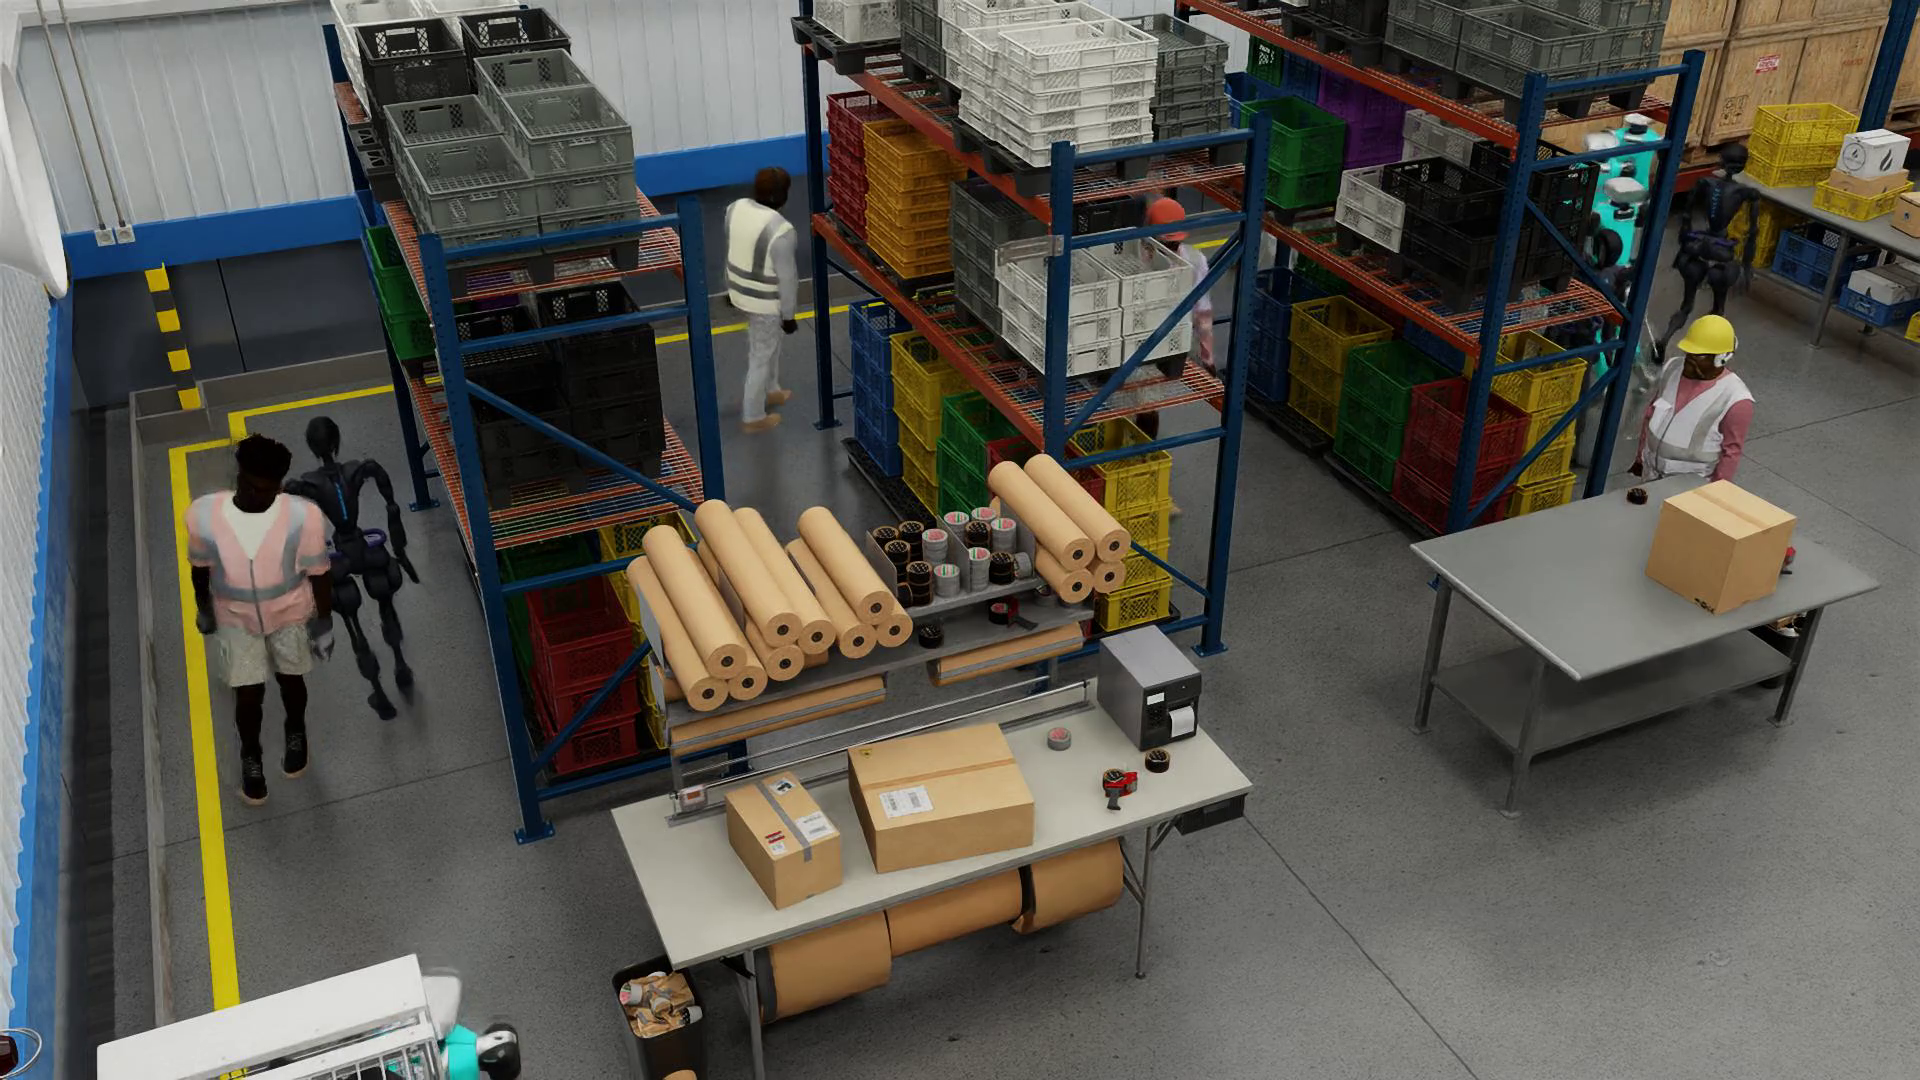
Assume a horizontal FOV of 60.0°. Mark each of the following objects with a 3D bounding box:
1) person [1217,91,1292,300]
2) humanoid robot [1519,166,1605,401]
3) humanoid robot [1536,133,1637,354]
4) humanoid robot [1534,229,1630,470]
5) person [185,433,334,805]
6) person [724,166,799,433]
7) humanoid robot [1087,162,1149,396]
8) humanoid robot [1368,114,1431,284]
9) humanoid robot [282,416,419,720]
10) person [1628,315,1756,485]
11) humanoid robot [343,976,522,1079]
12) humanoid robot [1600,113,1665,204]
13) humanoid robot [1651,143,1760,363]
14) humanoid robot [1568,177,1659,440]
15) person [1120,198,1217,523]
[{"bbox_3d":[2.344,-2.783,12.989,0.895,1.843,0.579,24,39,34],"label":"person"},{"bbox_3d":[4.161,-1.702,11.206,0.735,1.677,0.533,2,32,4],"label":"humanoid robot"},{"bbox_3d":[4.424,-2.097,12.077,0.539,1.883,0.749,4,32,6],"label":"humanoid robot"},{"bbox_3d":[3.960,-1.252,10.718,0.610,1.616,0.785,-12,34,-19],"label":"humanoid robot"},{"bbox_3d":[-3.253,0.364,7.807,0.688,1.912,0.585,-9,33,-14],"label":"person"},{"bbox_3d":[-1.281,-1.607,11.125,0.646,1.806,0.646,-25,39,-34],"label":"person"},{"bbox_3d":[1.108,-1.840,11.614,0.590,1.655,0.328,-25,39,-34],"label":"humanoid robot"},{"bbox_3d":[3.507,-2.670,13.032,0.599,1.645,0.781,-17,35,-25],"label":"humanoid robot"},{"bbox_3d":[-3.062,0.144,8.399,0.591,1.646,0.393,-17,36,-26],"label":"humanoid robot"},{"bbox_3d":[3.922,-0.380,9.095,0.404,1.830,0.600,-15,34,-22],"label":"person"},{"bbox_3d":[-1.634,1.934,5.449,0.538,1.738,1.027,-7,32,-10],"label":"humanoid robot"},{"bbox_3d":[5.059,-2.446,12.592,0.553,1.820,0.796,19,36,28],"label":"humanoid robot"},{"bbox_3d":[5.364,-2.007,11.894,0.555,1.639,0.605,-25,39,-34],"label":"humanoid robot"},{"bbox_3d":[4.349,-1.418,10.908,0.530,1.805,0.794,-12,34,-19],"label":"humanoid robot"},{"bbox_3d":[1.245,-1.116,10.148,0.617,1.991,1.043,-12,33,-18],"label":"person"}]
